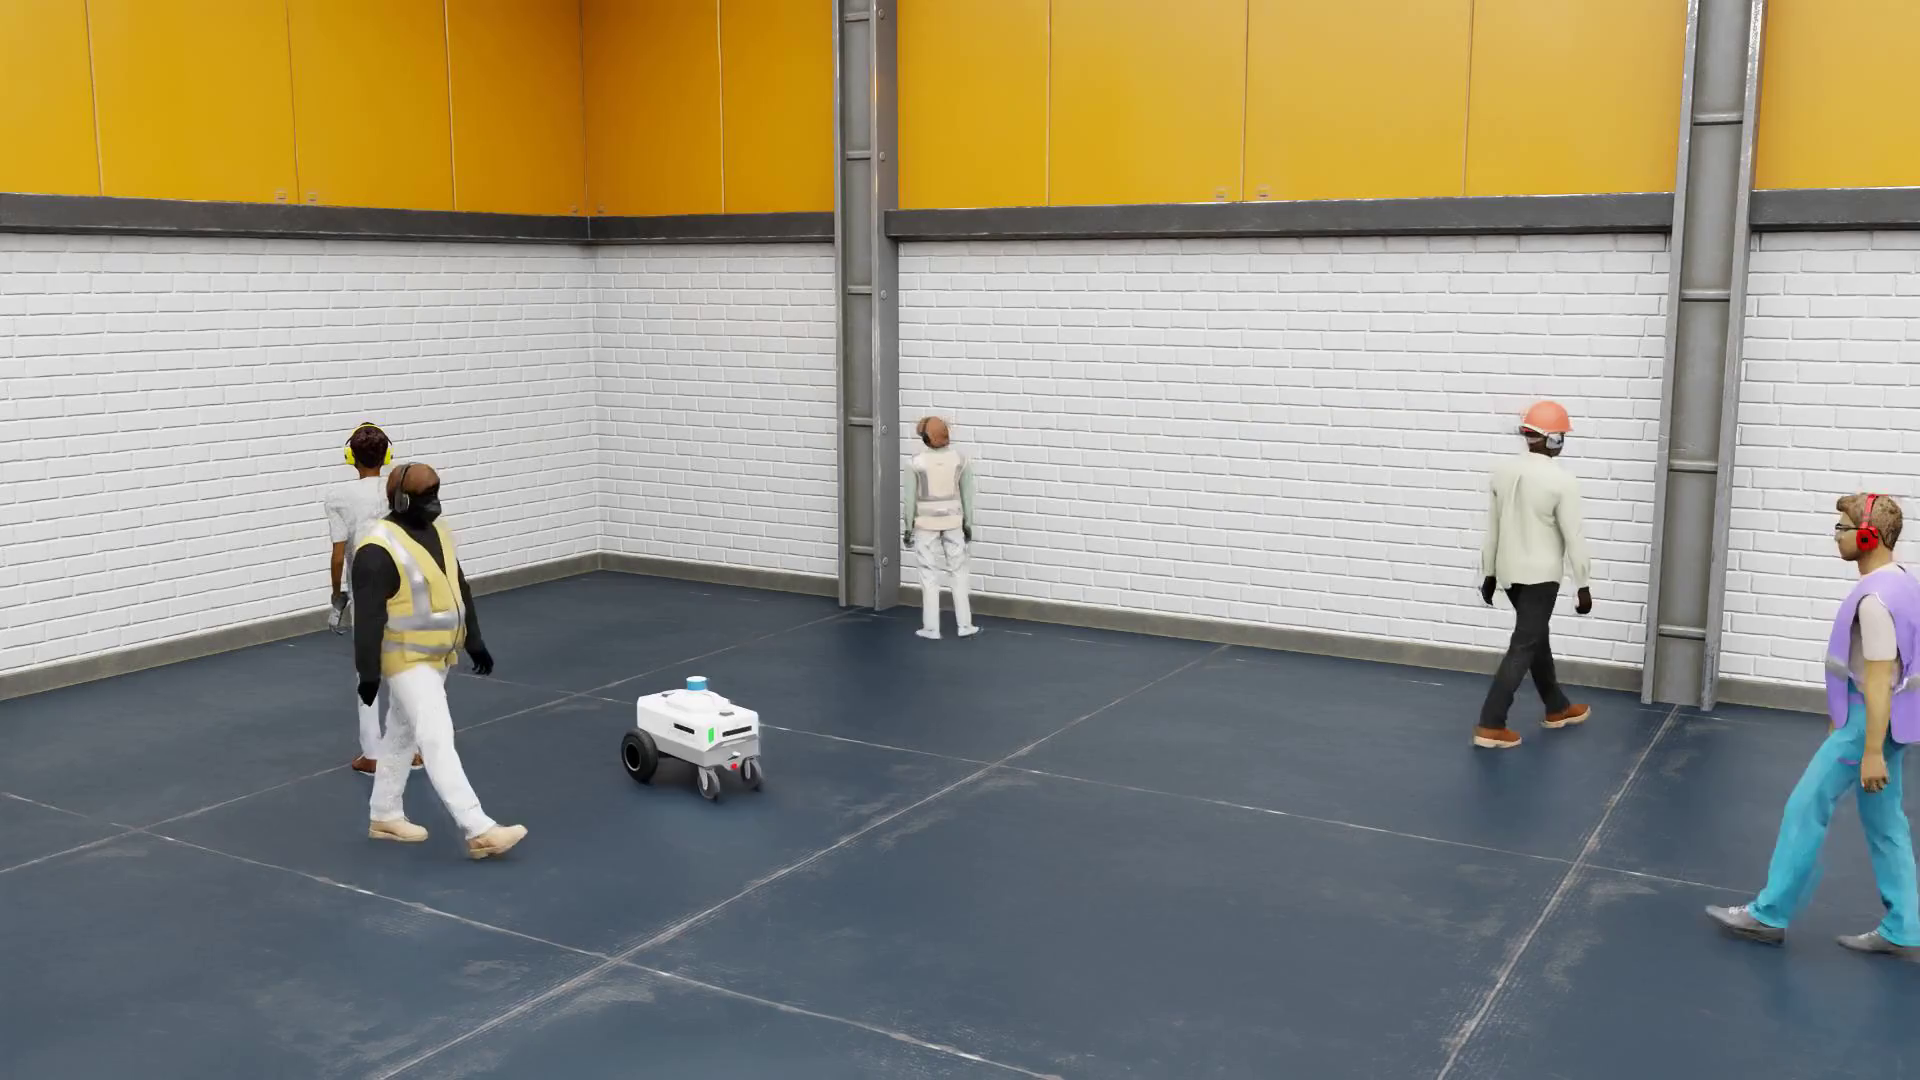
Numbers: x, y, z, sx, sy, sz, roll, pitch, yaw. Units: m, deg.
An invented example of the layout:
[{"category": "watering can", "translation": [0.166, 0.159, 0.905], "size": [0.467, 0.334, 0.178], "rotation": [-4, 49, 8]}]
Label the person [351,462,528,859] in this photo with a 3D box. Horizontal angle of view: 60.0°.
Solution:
[{"category": "person", "translation": [-2.370, 0.544, 7.582], "size": [0.944, 1.797, 0.630], "rotation": [2, 9, 10]}]

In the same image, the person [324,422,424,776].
[{"category": "person", "translation": [-3.077, 0.312, 8.799], "size": [0.517, 1.874, 0.327], "rotation": [-5, 11, -31]}]

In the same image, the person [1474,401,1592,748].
[{"category": "person", "translation": [3.279, 0.185, 9.398], "size": [1.001, 1.940, 0.636], "rotation": [-4, 10, -23]}]

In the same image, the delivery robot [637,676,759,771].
[{"category": "delivery robot", "translation": [-1.359, 0.951, 8.614], "size": [0.477, 0.478, 0.707], "rotation": [-9, 12, -43]}]

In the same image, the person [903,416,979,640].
[{"category": "person", "translation": [-0.110, -0.080, 12.056], "size": [0.635, 1.620, 0.311], "rotation": [-3, 10, -18]}]

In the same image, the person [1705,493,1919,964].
[{"category": "person", "translation": [3.376, 0.716, 6.469], "size": [0.858, 1.806, 0.587], "rotation": [7, 11, 37]}]
